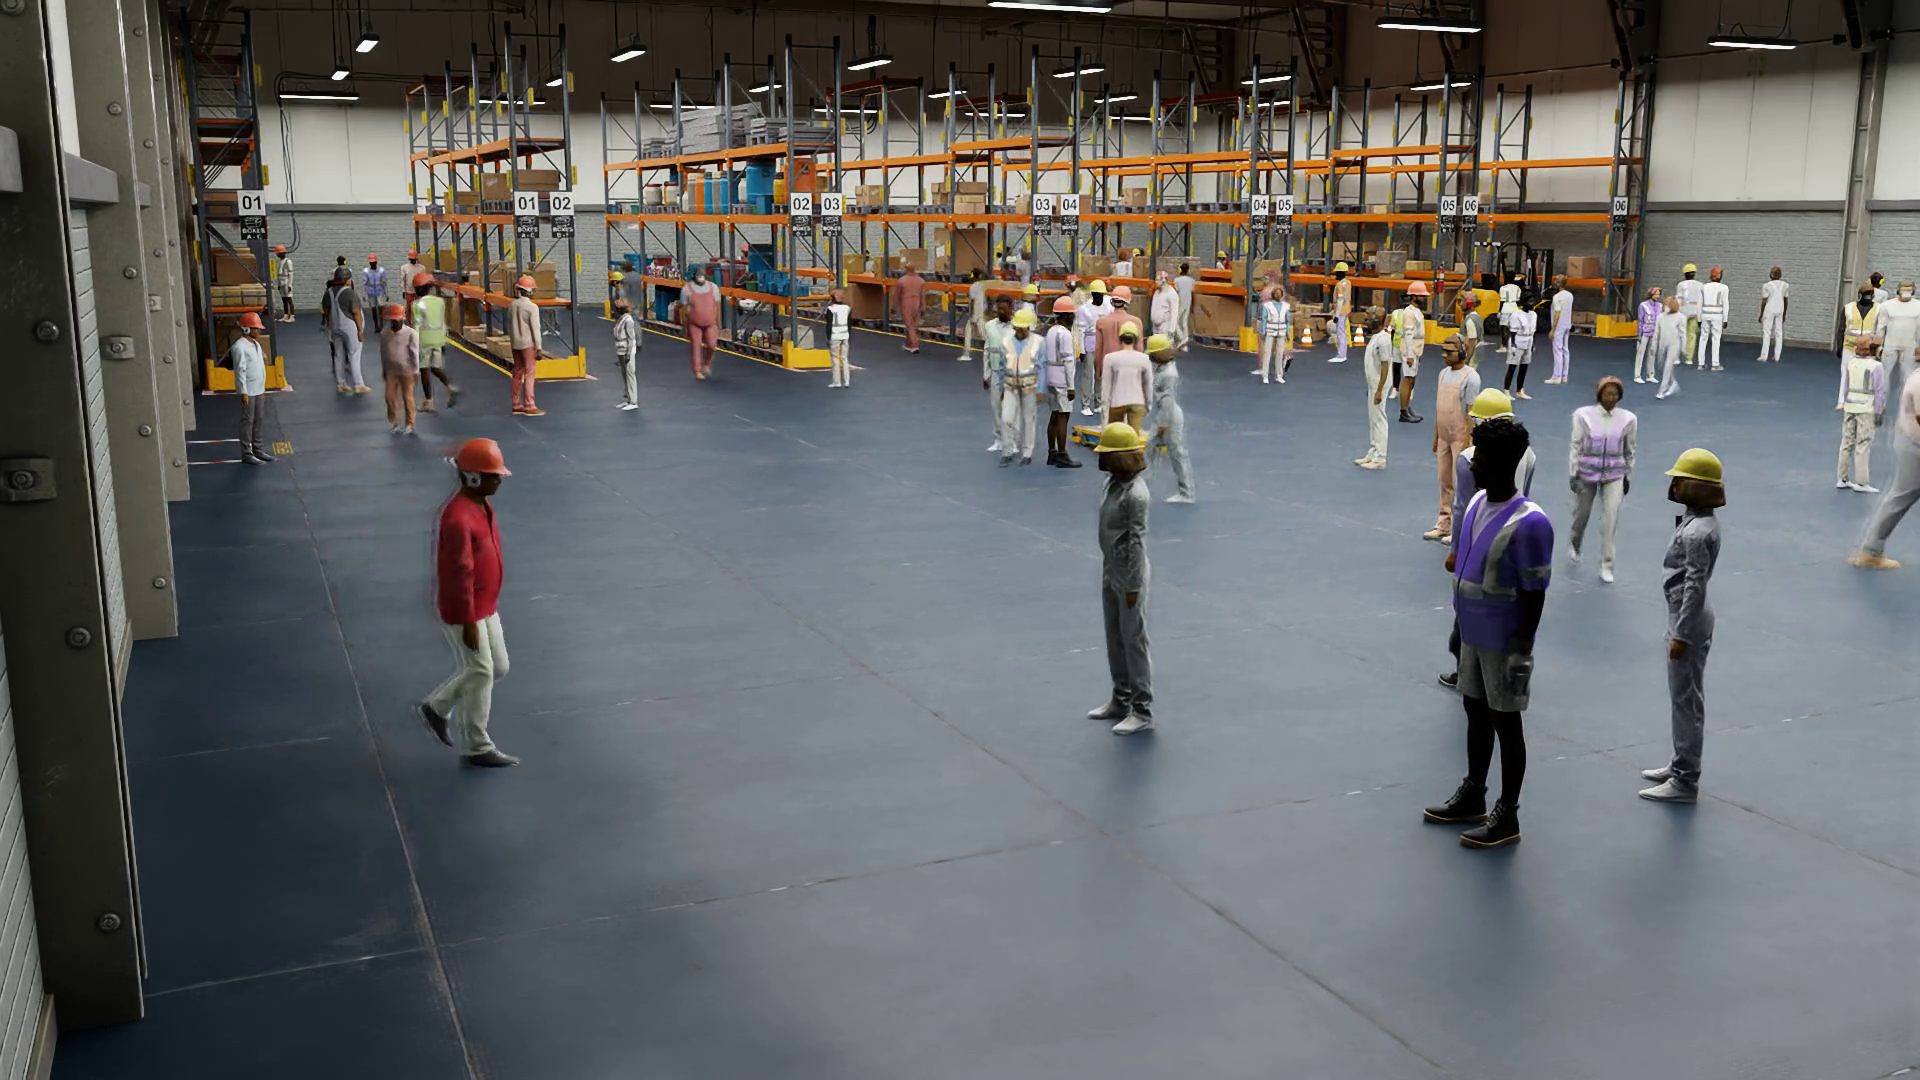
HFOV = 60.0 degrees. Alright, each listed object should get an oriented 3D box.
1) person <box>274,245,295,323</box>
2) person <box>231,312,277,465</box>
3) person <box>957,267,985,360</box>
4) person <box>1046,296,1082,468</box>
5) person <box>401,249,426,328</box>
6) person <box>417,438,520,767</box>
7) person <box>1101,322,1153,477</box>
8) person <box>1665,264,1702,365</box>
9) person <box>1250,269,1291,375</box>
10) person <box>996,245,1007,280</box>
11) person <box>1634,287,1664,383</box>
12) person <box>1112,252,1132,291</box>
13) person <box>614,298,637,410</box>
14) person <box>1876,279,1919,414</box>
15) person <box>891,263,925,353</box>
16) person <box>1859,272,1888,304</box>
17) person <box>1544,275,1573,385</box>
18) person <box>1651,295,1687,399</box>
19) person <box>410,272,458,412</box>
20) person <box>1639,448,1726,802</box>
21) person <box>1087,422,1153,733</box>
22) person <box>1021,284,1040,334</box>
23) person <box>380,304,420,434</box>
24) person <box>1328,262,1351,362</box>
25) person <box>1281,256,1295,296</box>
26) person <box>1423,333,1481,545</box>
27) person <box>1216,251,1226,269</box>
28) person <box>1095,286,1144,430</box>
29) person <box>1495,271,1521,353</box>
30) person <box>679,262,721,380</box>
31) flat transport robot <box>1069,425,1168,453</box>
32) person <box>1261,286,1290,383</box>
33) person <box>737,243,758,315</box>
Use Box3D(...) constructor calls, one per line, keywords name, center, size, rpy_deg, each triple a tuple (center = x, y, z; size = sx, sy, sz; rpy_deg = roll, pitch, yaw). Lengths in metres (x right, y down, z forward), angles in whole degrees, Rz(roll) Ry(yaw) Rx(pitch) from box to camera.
Box3D(name="person", center=(-17.788, -6.731, 43.761), size=(0.605, 2.034, 0.390), rpy_deg=(9, 14, 37))
Box3D(name="person", center=(-8.130, -1.742, 19.144), size=(0.350, 1.743, 0.563), rpy_deg=(0, 11, 2))
Box3D(name="person", center=(0.375, -4.392, 32.429), size=(0.865, 1.838, 0.544), rpy_deg=(7, 13, 33))
Box3D(name="person", center=(1.172, -1.789, 18.886), size=(0.354, 1.939, 0.544), rpy_deg=(-4, 12, -20))
Box3D(name="person", center=(-13.214, -6.026, 40.275), size=(0.608, 1.995, 0.376), rpy_deg=(-5, 12, -24))
Box3D(name="person", center=(-2.564, 0.330, 8.642), size=(0.525, 1.731, 0.590), rpy_deg=(0, 11, 1))
Box3D(name="person", center=(1.756, -1.435, 17.603), size=(0.559, 1.729, 0.831), rpy_deg=(0, 11, -1))
Box3D(name="person", center=(13.822, -4.279, 31.661), size=(0.625, 1.904, 0.435), rpy_deg=(-4, 12, -18))
Box3D(name="person", center=(5.533, -3.872, 29.582), size=(0.622, 1.892, 0.657), rpy_deg=(10, 15, 40))
Box3D(name="person", center=(1.223, -7.886, 49.912), size=(0.400, 1.927, 0.612), rpy_deg=(-3, 12, -15))
Box3D(name="person", center=(11.704, -3.475, 28.238), size=(0.514, 1.634, 0.313), rpy_deg=(-3, 12, -17))
Box3D(name="person", center=(4.305, -6.744, 44.307), size=(0.599, 1.837, 0.638), rpy_deg=(4, 12, 22))
Box3D(name="person", center=(-4.909, -2.730, 24.429), size=(0.310, 1.640, 0.514), rpy_deg=(-5, 12, -25))
Box3D(name="person", center=(13.480, -2.766, 23.866), size=(0.626, 1.934, 0.376), rpy_deg=(5, 12, 24))
Box3D(name="person", center=(-1.041, -4.812, 34.479), size=(0.647, 1.859, 1.009), rpy_deg=(-7, 13, -31))
Box3D(name="person", center=(15.823, -3.710, 28.857), size=(0.335, 1.860, 0.508), rpy_deg=(-7, 13, -31))
Box3D(name="person", center=(10.102, -3.536, 28.017), size=(0.506, 1.840, 0.349), rpy_deg=(-9, 14, -40))
Box3D(name="person", center=(11.054, -3.009, 25.913), size=(0.695, 1.606, 0.532), rpy_deg=(-8, 14, -35))
Box3D(name="person", center=(-7.644, -2.853, 24.074), size=(0.599, 2.023, 0.631), rpy_deg=(6, 13, 30))
Box3D(name="person", center=(3.555, 0.415, 8.172), size=(0.284, 1.746, 0.492), rpy_deg=(5, 12, 25))
Box3D(name="person", center=(0.892, 0.205, 9.282), size=(0.336, 1.736, 0.488), rpy_deg=(-3, 12, -16))
Box3D(name="person", center=(1.120, -3.261, 26.891), size=(0.336, 1.733, 0.480), rpy_deg=(0, 11, -2))
Box3D(name="person", center=(-7.273, -2.215, 21.620), size=(0.591, 1.710, 0.518), rpy_deg=(2, 11, 9))
Box3D(name="person", center=(7.371, -4.408, 32.214), size=(0.361, 1.930, 0.589), rpy_deg=(5, 12, 26))
Box3D(name="person", center=(8.885, -6.899, 45.294), size=(0.526, 1.769, 0.328), rpy_deg=(10, 15, 43))
Box3D(name="person", center=(4.311, -0.881, 14.523), size=(0.349, 1.841, 0.501), rpy_deg=(-4, 12, -20))
Box3D(name="person", center=(7.582, -7.511, 48.405), size=(0.314, 1.767, 0.534), rpy_deg=(3, 11, 13))
Box3D(name="person", center=(1.949, -2.100, 20.318), size=(0.613, 1.994, 0.381), rpy_deg=(4, 12, 20))
Box3D(name="person", center=(11.279, -4.687, 34.230), size=(0.532, 1.696, 0.319), rpy_deg=(-6, 13, -28))
Box3D(name="person", center=(-4.475, -3.794, 28.810), size=(0.723, 2.000, 0.545), rpy_deg=(-5, 12, -23))
Box3D(name="flat transport robot", center=(1.948, -1.249, 20.390), size=(0.652, 0.197, 1.431), rpy_deg=(-5, 12, -23))
Box3D(name="person", center=(5.350, -3.475, 28.212), size=(0.513, 1.641, 0.309), rpy_deg=(-2, 11, -11))
Box3D(name="person", center=(-5.990, -7.353, 46.980), size=(0.642, 2.000, 0.967), rpy_deg=(-4, 12, -20))
